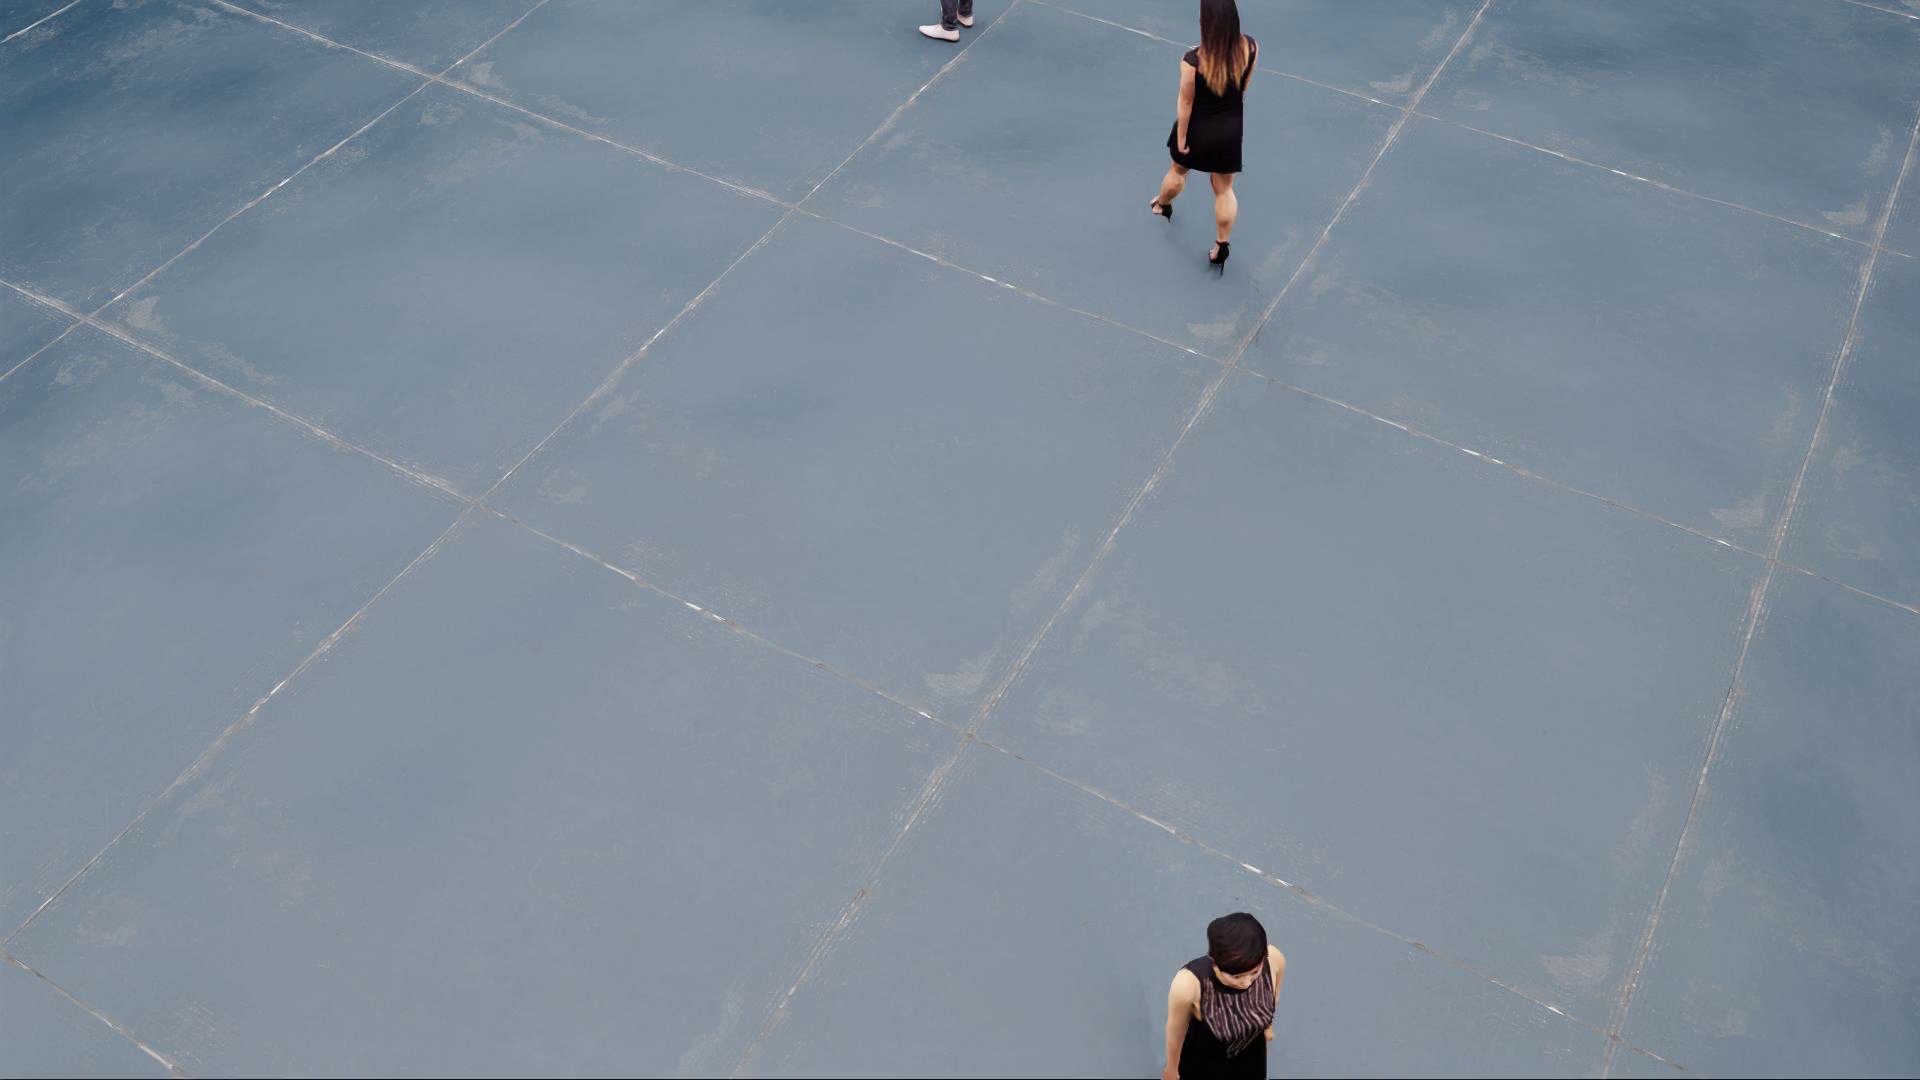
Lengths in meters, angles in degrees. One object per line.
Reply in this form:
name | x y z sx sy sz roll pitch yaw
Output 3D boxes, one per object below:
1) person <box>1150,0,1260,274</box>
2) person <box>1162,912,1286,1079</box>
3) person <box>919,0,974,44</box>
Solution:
person | 1.488 -2.281 9.529 0.999 1.684 1.080 -13 49 -12
person | 0.885 1.708 5.903 0.741 1.594 0.798 -13 49 -12
person | -0.069 -4.282 11.285 0.587 1.823 0.686 25 52 21
